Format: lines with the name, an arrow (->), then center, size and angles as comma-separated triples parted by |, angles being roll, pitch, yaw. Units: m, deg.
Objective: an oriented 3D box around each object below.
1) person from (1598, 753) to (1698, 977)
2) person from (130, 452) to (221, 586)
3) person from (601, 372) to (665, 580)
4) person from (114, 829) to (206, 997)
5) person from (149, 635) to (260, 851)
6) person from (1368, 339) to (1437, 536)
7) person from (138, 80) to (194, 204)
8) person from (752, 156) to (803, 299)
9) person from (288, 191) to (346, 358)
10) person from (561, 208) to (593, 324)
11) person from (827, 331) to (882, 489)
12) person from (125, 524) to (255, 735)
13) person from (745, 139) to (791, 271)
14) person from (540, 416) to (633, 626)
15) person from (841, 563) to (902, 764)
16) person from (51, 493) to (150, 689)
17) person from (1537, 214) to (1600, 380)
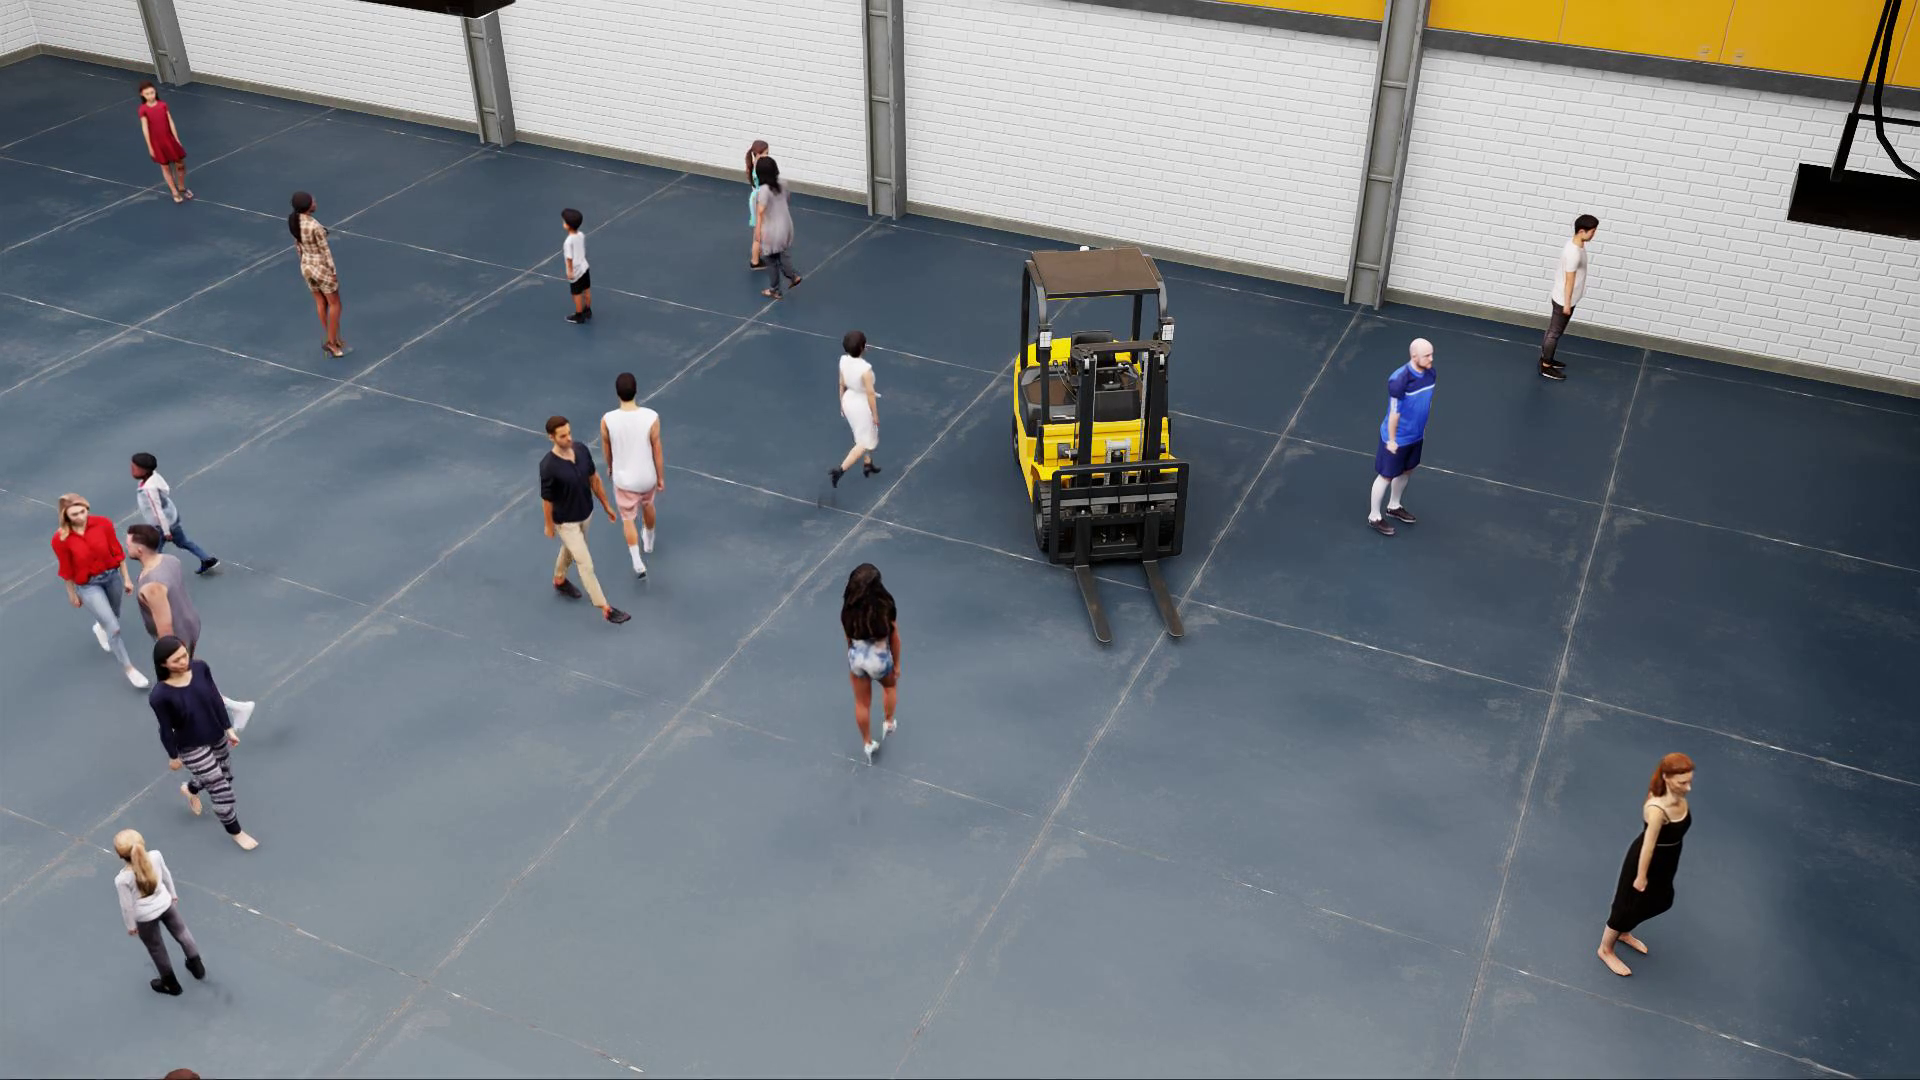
person -> 4.235, 1.956, 10.208 | 0.655, 1.625, 0.668 | -29, 43, -36
person -> -6.538, -0.181, 13.770 | 0.929, 1.240, 0.830 | -8, 35, -13
person -> -2.699, -0.497, 13.776 | 1.099, 1.761, 1.116 | -9, 35, -13
person -> -4.880, 2.245, 10.082 | 0.518, 1.283, 0.506 | 18, 38, 25
person -> -5.126, 1.302, 11.115 | 0.922, 1.711, 0.580 | 15, 37, 21
person -> 3.813, -0.914, 14.332 | 0.755, 1.841, 0.750 | -22, 39, -29
person -> -9.964, -4.992, 20.735 | 0.690, 1.543, 0.746 | -26, 42, -34
person -> -1.984, -3.425, 18.333 | 0.717, 1.592, 0.642 | 16, 37, 22
person -> -6.608, -2.733, 17.110 | 0.569, 1.794, 0.660 | 16, 37, 23
person -> -4.118, -2.966, 17.945 | 0.520, 1.258, 0.511 | 11, 35, 16
person -> -0.944, -1.135, 14.940 | 0.933, 1.535, 0.816 | 28, 43, 35
person -> -5.537, 0.666, 11.854 | 1.101, 1.830, 0.921 | -4, 34, -6
person -> -2.337, -3.795, 18.936 | 0.805, 1.541, 0.724 | -6, 34, -9
person -> -3.161, -0.205, 13.299 | 1.197, 1.803, 0.704 | 18, 38, 25
person -> -0.648, 0.922, 11.779 | 0.703, 1.607, 0.726 | 7, 34, 10
person -> -6.567, 0.313, 12.638 | 1.134, 1.672, 0.814 | 29, 43, 36
person -> 6.118, -2.486, 16.808 | 0.555, 1.716, 0.641 | 11, 35, 16
